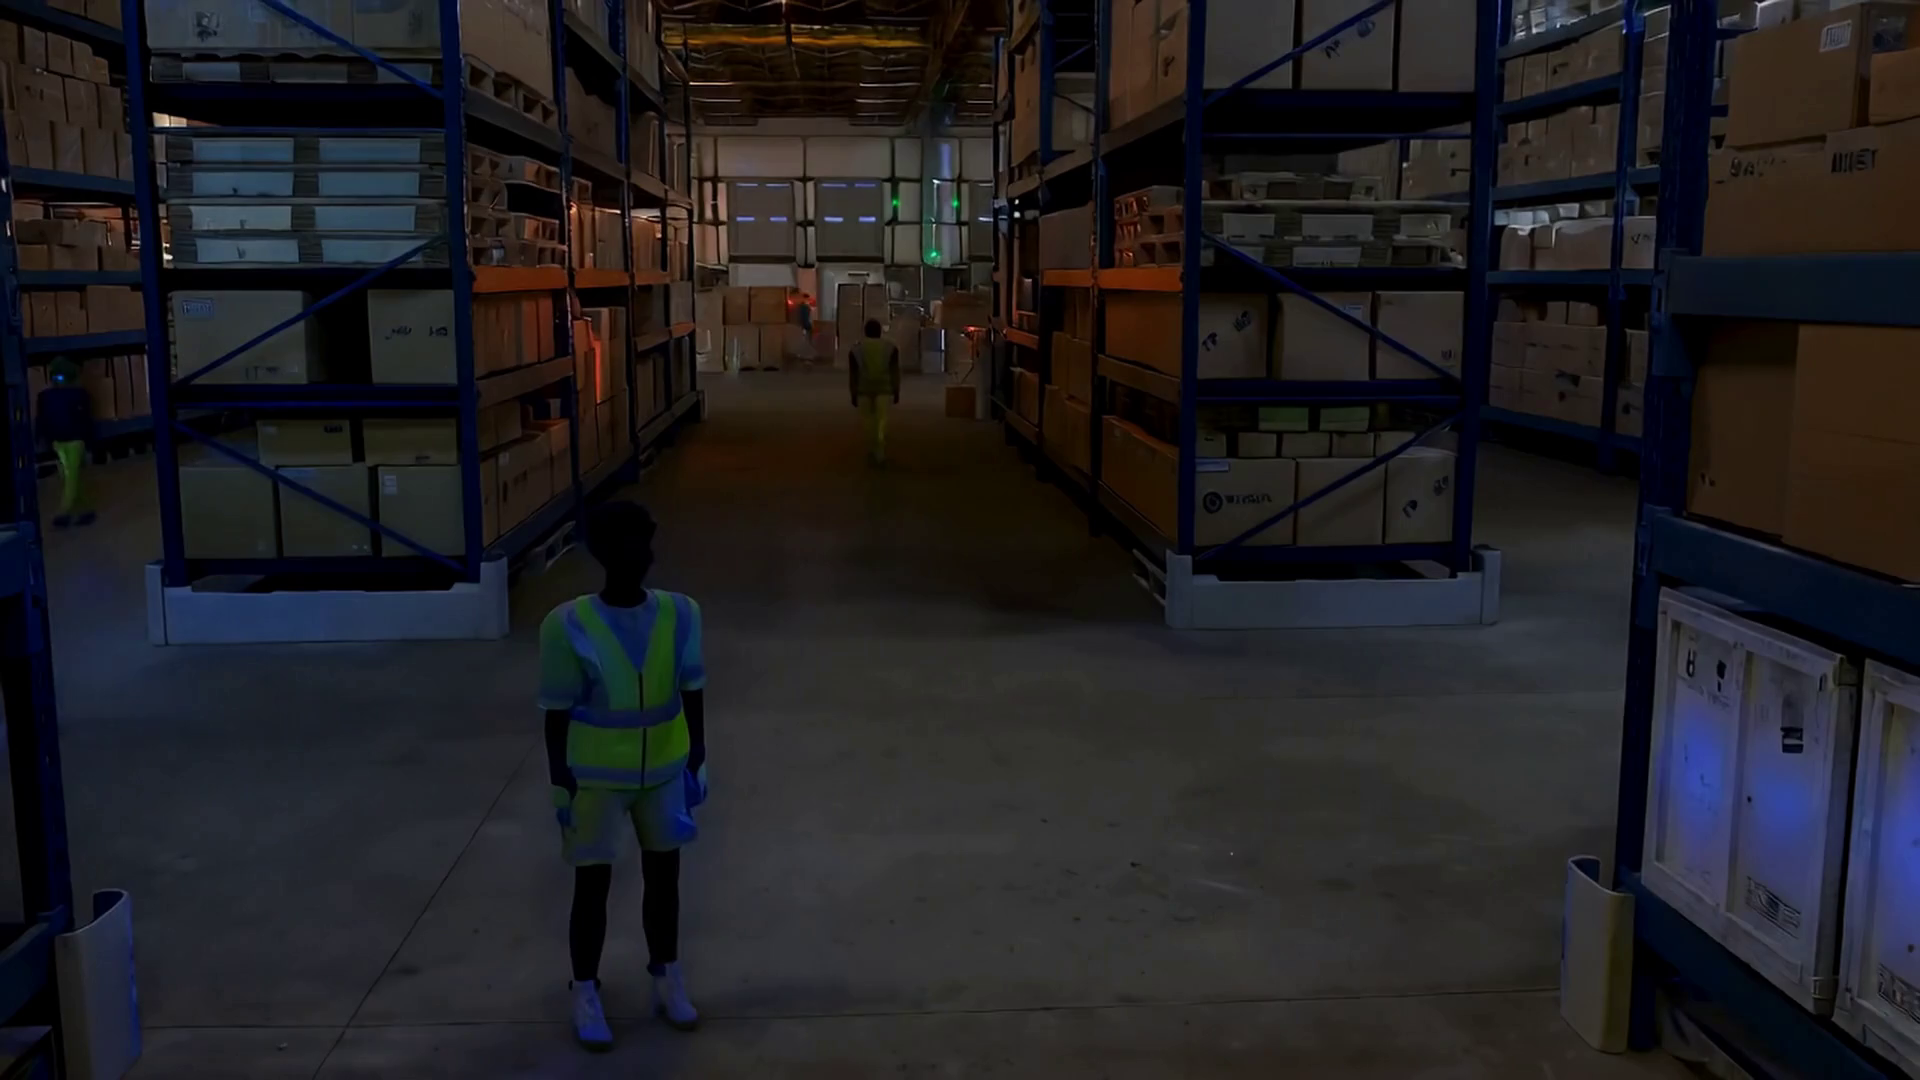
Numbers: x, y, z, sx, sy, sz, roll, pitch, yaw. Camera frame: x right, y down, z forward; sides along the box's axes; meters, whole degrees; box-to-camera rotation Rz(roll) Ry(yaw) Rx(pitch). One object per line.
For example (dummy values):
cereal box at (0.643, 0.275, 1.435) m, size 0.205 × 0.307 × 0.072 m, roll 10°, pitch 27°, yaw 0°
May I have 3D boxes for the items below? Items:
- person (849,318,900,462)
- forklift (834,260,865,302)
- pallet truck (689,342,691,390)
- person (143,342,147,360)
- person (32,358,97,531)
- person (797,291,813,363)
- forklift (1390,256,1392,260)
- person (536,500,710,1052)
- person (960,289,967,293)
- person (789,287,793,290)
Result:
person at (-1.075, -1.867, 20.841) m, size 0.645 × 1.830 × 0.532 m, roll 0°, pitch 9°, yaw 3°
forklift at (-3.397, -7.253, 51.370) m, size 1.129 × 2.768 × 1.873 m, roll -1°, pitch 9°, yaw -4°
pallet truck at (-5.225, -3.008, 27.480) m, size 1.885 × 1.965 × 0.823 m, roll 2°, pitch 9°, yaw 14°
person at (-21.927, -5.691, 44.805) m, size 0.508 × 1.847 × 0.345 m, roll 4°, pitch 10°, yaw 24°
person at (-8.302, -0.884, 15.407) m, size 0.517 × 1.588 × 0.845 m, roll 1°, pitch 9°, yaw 8°
person at (-4.112, -5.679, 44.461) m, size 0.435 × 1.928 × 0.652 m, roll 1°, pitch 9°, yaw 6°
forklift at (10.311, -5.611, 41.062) m, size 1.873 × 2.768 × 1.129 m, roll -1°, pitch 9°, yaw -4°
person at (-1.022, 0.711, 5.099) m, size 0.537 × 1.690 × 0.320 m, roll -6°, pitch 11°, yaw -31°
person at (0.251, -7.394, 55.322) m, size 0.849 × 1.910 × 0.550 m, roll 3°, pitch 9°, yaw 17°
person at (-5.971, -7.931, 58.581) m, size 0.551 × 1.934 × 0.357 m, roll -4°, pitch 10°, yaw -25°
